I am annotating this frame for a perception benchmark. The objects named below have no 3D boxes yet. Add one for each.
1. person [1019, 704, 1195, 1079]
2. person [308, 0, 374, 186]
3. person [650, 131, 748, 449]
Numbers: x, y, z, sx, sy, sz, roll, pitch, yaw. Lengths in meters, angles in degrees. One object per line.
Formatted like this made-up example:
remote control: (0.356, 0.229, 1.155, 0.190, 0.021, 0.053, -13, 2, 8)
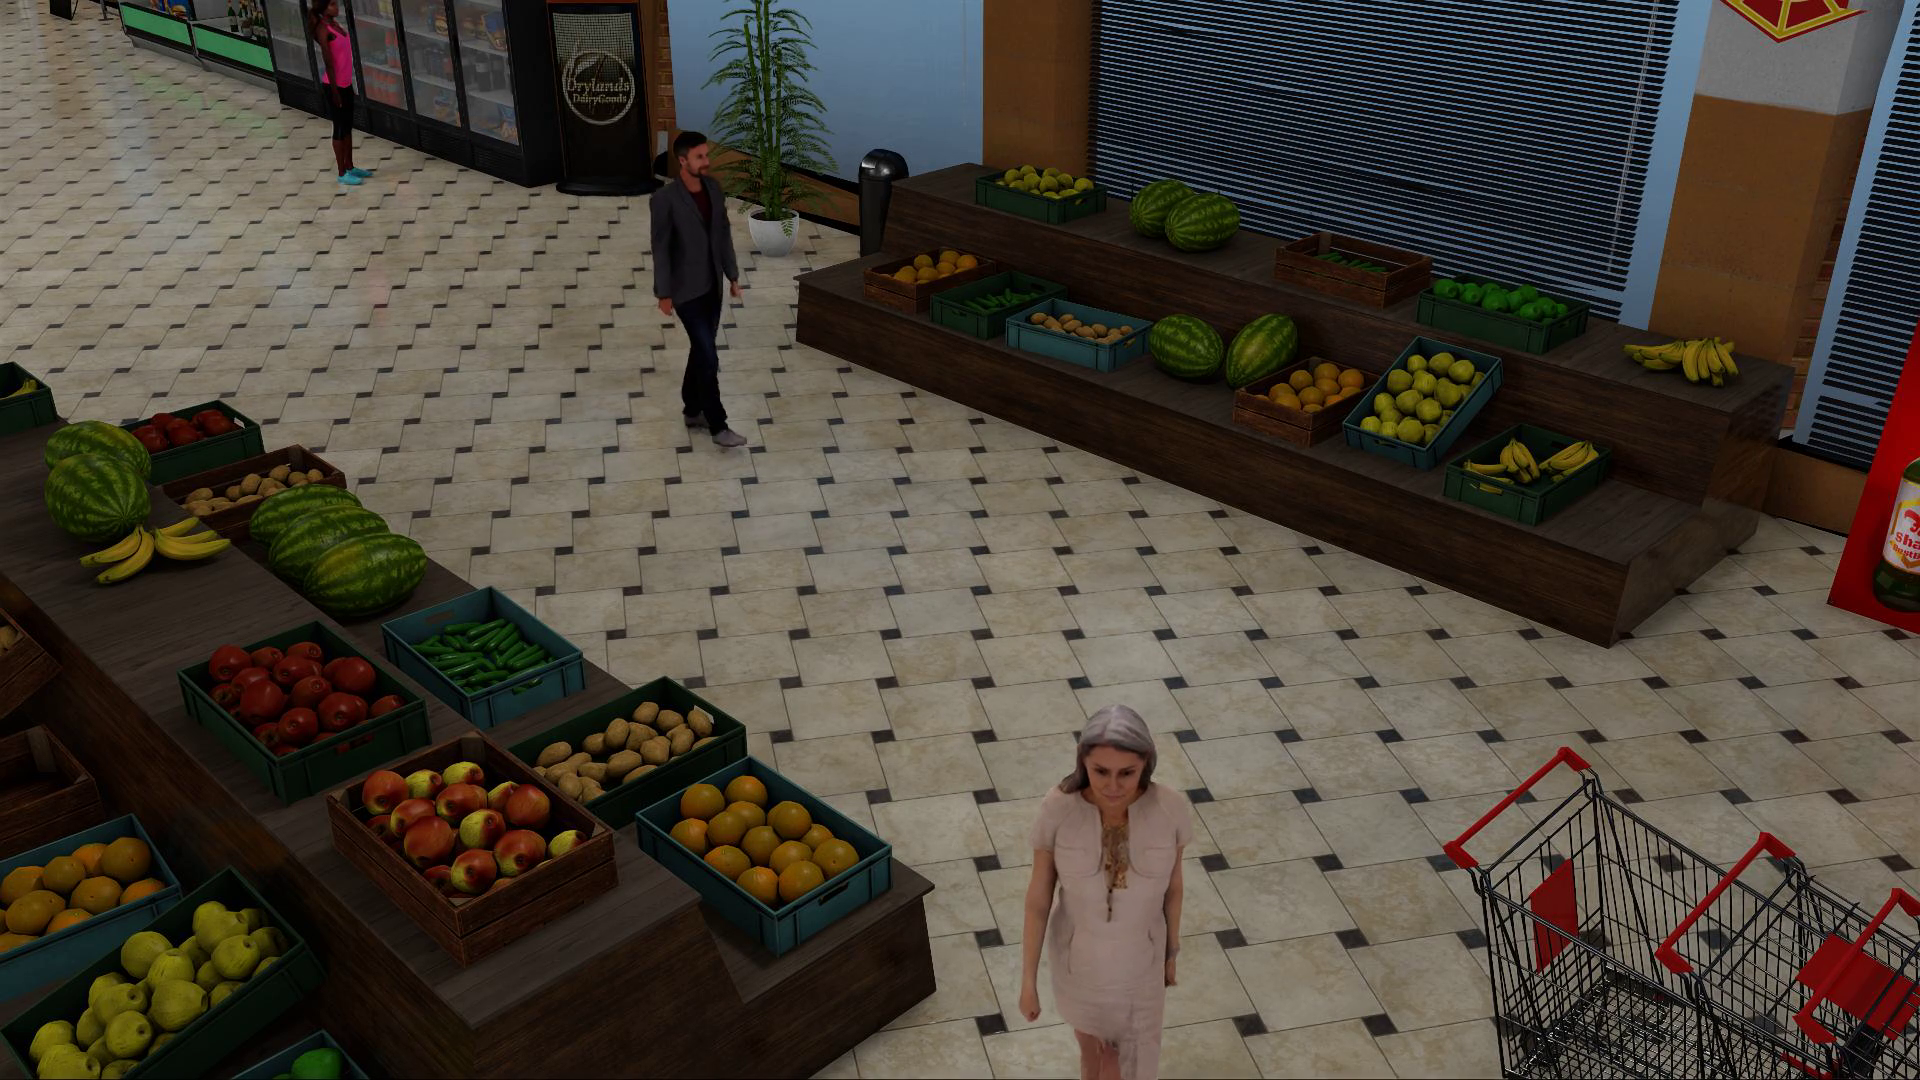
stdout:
person: (0.397, 1.183, 4.747, 1.153, 1.684, 1.183, 1, 27, 2)
person: (-5.688, -4.145, 15.212, 0.722, 1.723, 0.667, 1, 27, 2)
person: (-1.621, -1.496, 9.842, 0.946, 1.855, 0.809, 17, 31, 30)
